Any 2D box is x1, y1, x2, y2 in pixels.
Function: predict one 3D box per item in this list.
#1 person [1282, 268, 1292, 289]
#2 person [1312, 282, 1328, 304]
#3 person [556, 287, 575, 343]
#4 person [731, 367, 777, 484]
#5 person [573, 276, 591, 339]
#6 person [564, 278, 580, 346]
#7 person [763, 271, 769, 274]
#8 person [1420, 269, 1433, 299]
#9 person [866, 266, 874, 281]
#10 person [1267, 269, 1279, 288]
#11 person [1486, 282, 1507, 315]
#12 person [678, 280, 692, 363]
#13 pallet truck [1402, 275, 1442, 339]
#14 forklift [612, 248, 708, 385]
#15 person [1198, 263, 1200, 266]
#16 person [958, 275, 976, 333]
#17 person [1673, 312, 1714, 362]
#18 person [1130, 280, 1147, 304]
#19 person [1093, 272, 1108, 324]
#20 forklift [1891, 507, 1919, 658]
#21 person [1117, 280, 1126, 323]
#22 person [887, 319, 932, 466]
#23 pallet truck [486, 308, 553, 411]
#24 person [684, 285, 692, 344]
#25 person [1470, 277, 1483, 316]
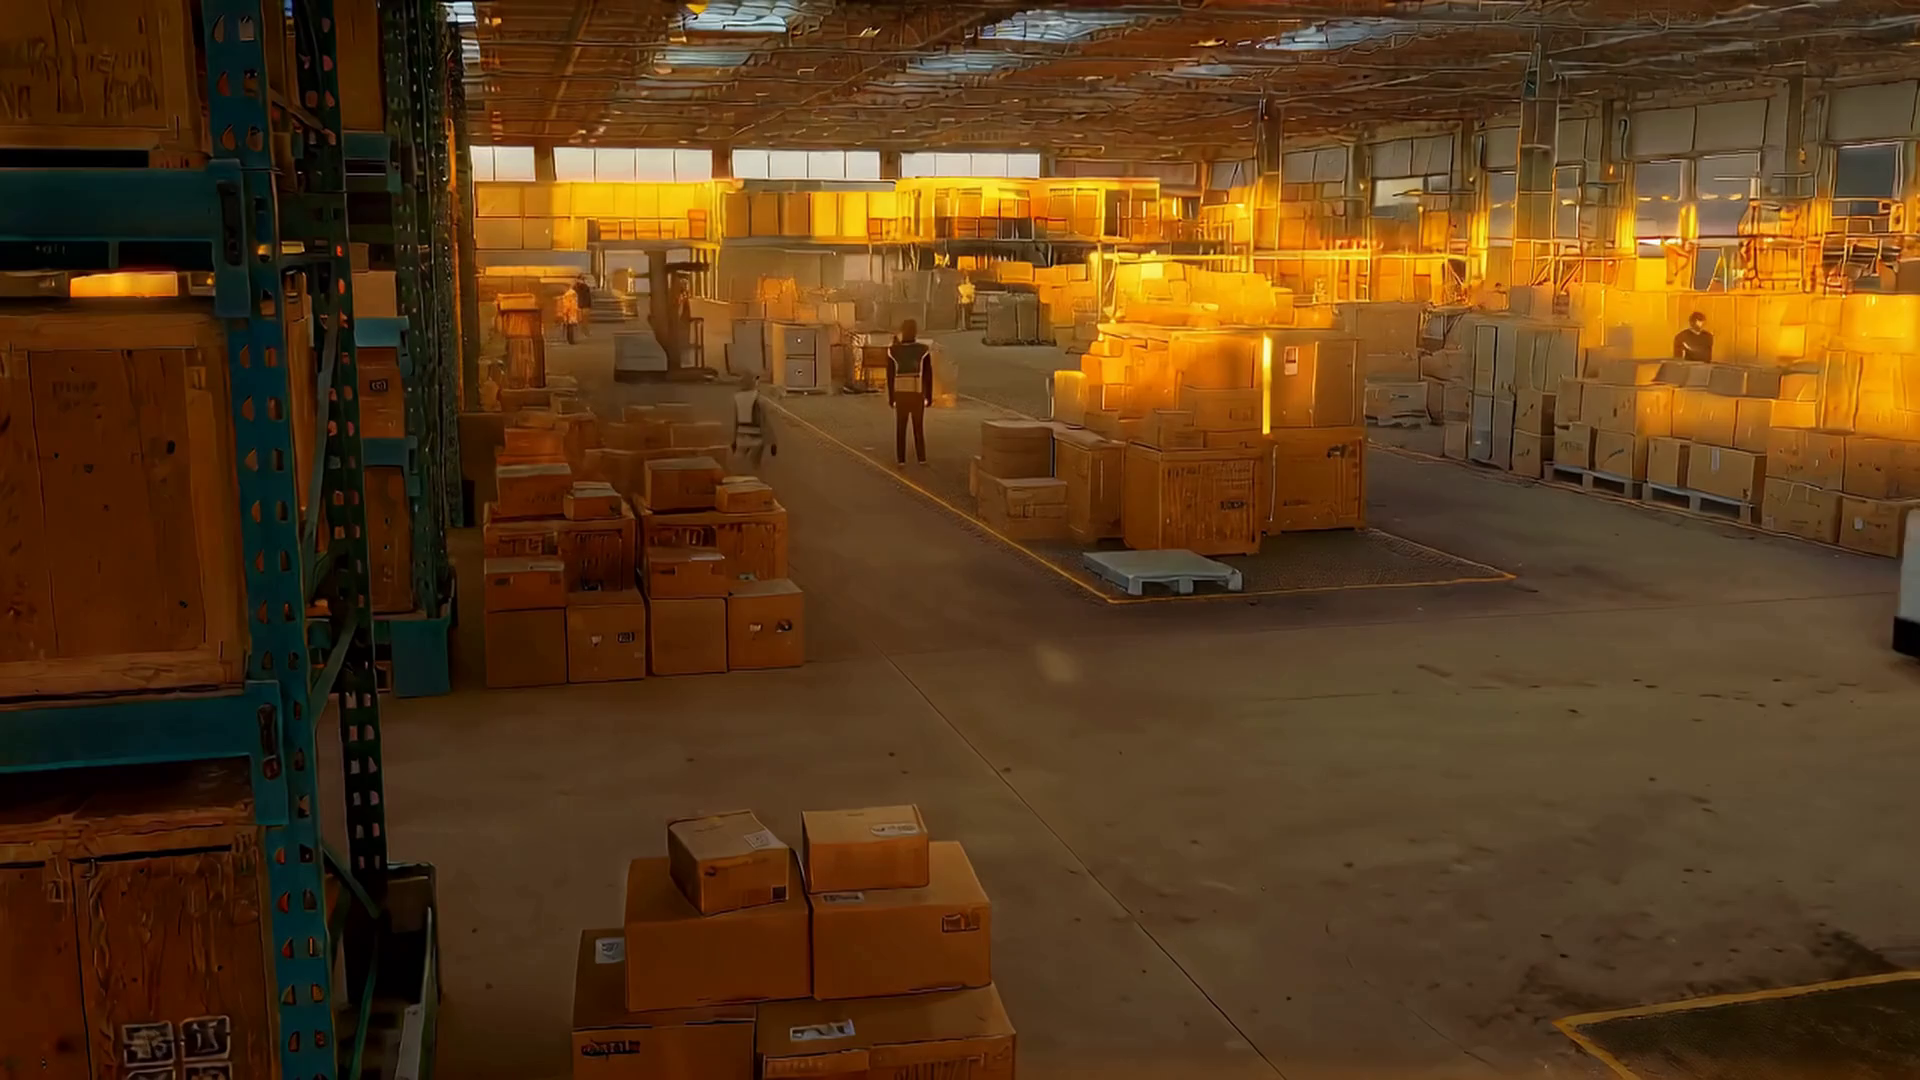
[{"bbox_3d":[16.041,-12.421,81.485,0.444,1.827,0.655,8,13,39],"label":"person"},{"bbox_3d":[11.972,-7.734,55.348,0.534,1.692,0.321,5,11,26],"label":"person"},{"bbox_3d":[-11.849,-6.750,49.884,0.538,1.630,0.867,5,11,28],"label":"person"},{"bbox_3d":[-2.223,-1.026,17.595,0.518,1.609,0.811,8,13,37],"label":"person"},{"bbox_3d":[-11.831,-7.207,51.641,0.625,1.934,0.883,7,12,34],"label":"person"},{"bbox_3d":[-11.278,-6.623,48.297,0.374,1.958,0.599,0,10,1],"label":"person"},{"bbox_3d":[-7.252,-9.181,62.866,0.572,1.924,0.514,-5,11,-28],"label":"person"},{"bbox_3d":[21.015,-11.280,74.950,0.636,1.874,1.010,-1,10,-7],"label":"person"},{"bbox_3d":[-4.492,-12.776,83.345,0.355,1.883,0.574,-5,11,-26],"label":"person"},{"bbox_3d":[12.569,-9.923,67.001,0.603,1.949,0.389,-6,11,-29],"label":"person"},{"bbox_3d":[14.979,-6.250,46.447,0.625,1.870,1.007,0,10,0],"label":"person"},{"bbox_3d":[-6.925,-5.377,41.000,0.536,2.000,0.681,5,11,27],"label":"person"},{"bbox_3d":[14.620,-7.324,52.145,0.823,1.965,1.885,8,13,40],"label":"pallet truck"},{"bbox_3d":[-6.295,-4.679,34.671,1.873,2.768,1.129,-3,10,-15],"label":"forklift"},{"bbox_3d":[13.031,-14.155,90.830,0.608,1.996,0.381,-3,11,-19],"label":"person"},{"bbox_3d":[0.239,-7.860,55.399,0.587,1.920,0.390,1,10,8],"label":"person"},{"bbox_3d":[11.046,-2.504,25.162,0.647,1.898,1.011,-1,10,-4],"label":"person"},{"bbox_3d":[5.409,-6.952,50.437,0.520,1.852,0.404,1,10,5],"label":"person"},{"bbox_3d":[5.204,-8.946,61.514,0.376,1.934,0.629,-9,14,-42],"label":"person"},{"bbox_3d":[7.491,-0.521,11.123,1.873,2.768,1.129,-3,10,-15],"label":"forklift"},{"bbox_3d":[5.433,-7.894,56.137,0.442,1.719,0.556,1,10,8],"label":"person"},{"bbox_3d":[-0.657,-1.927,21.801,0.594,1.922,0.388,2,10,11],"label":"person"},{"bbox_3d":[-6.242,-2.418,24.362,0.823,1.965,1.885,1,10,3],"label":"pallet truck"},{"bbox_3d":[-8.086,-6.602,48.600,0.530,1.816,1.020,-7,12,-35],"label":"person"},{"bbox_3d":[18.368,-8.464,59.165,0.458,1.804,0.659,0,10,3],"label":"person"}]
